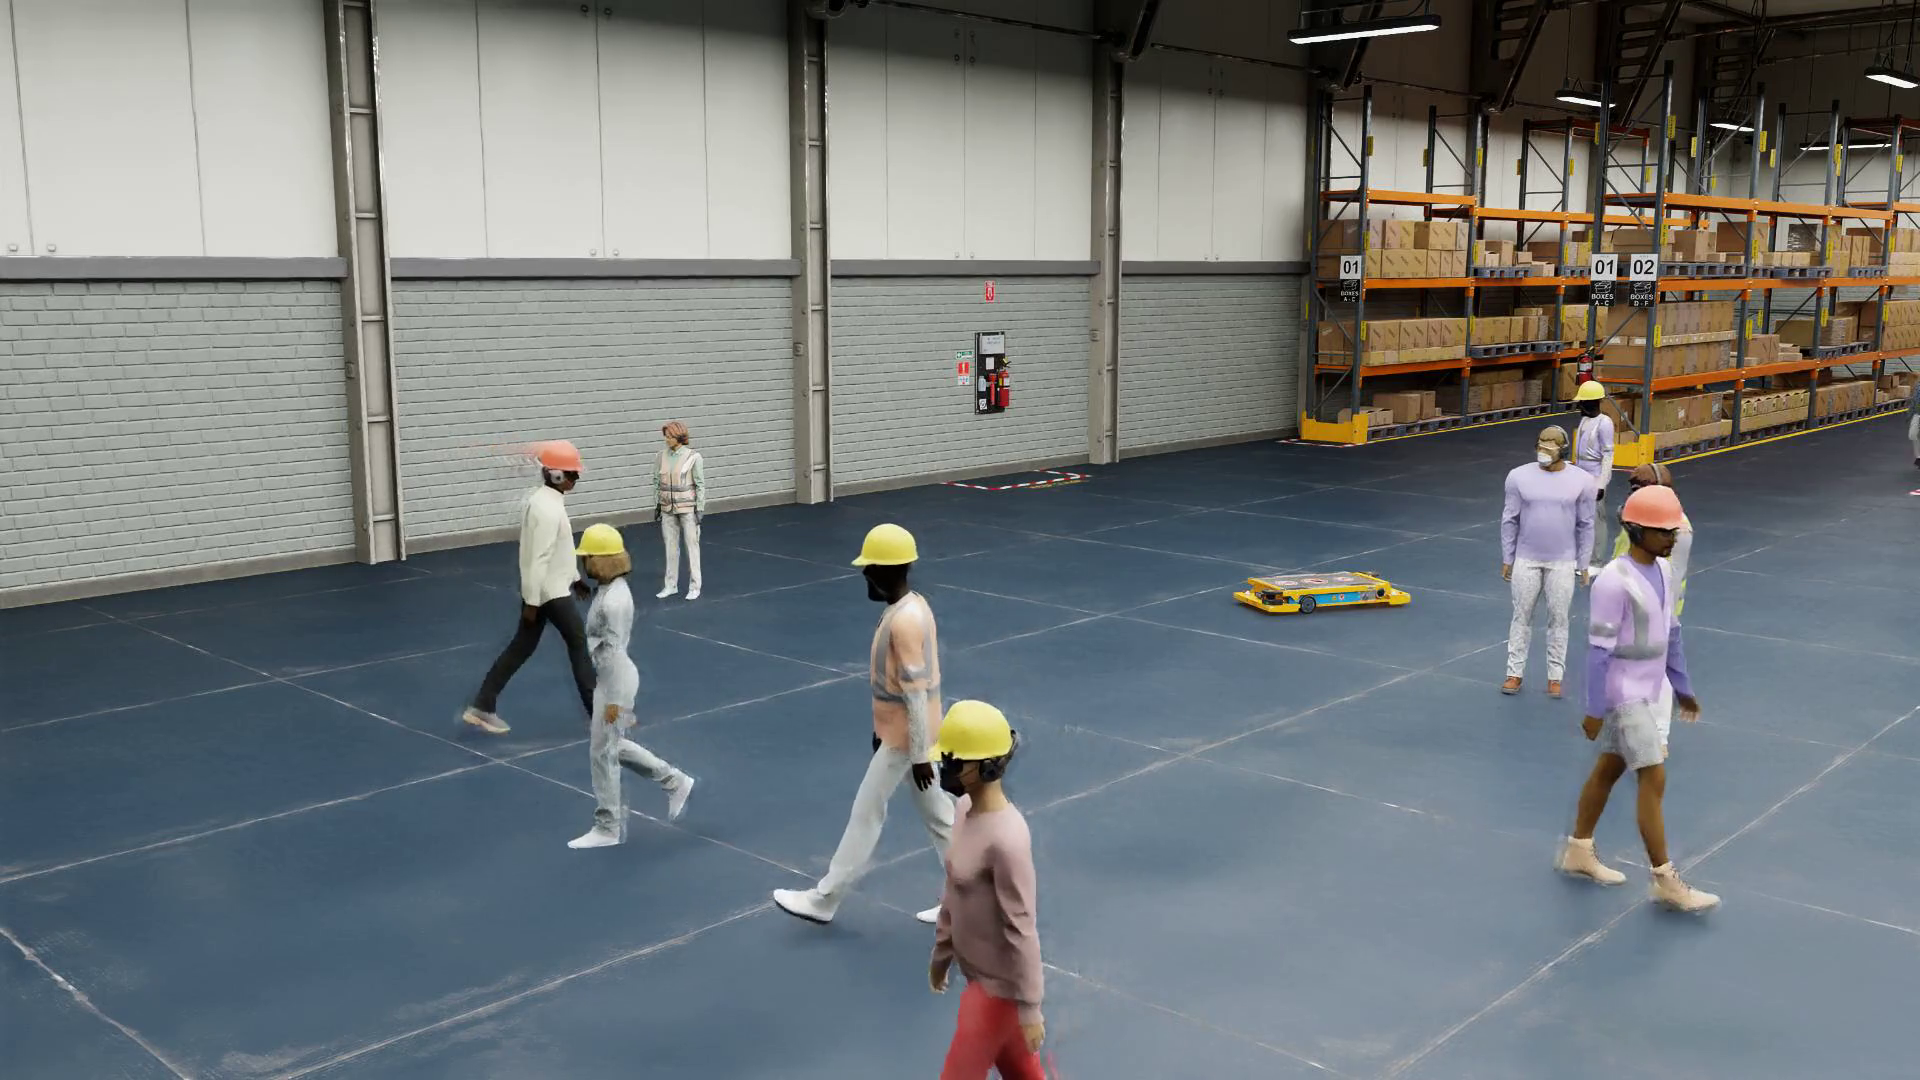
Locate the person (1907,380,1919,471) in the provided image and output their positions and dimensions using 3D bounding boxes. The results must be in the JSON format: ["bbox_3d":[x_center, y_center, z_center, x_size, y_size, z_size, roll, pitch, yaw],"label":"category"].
[{"bbox_3d":[14.390,-1.834,24.790,0.342,1.618,0.522,-8,12,-40],"label":"person"}]

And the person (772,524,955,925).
[{"bbox_3d":[-0.352,0.860,7.583,0.991,1.875,0.613,0,9,1],"label":"person"}]

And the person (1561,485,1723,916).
[{"bbox_3d":[3.325,0.744,7.913,0.928,2.004,0.634,8,12,40],"label":"person"}]

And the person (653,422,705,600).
[{"bbox_3d":[-2.565,-0.265,15.193,0.523,1.637,0.312,4,10,22],"label":"person"}]

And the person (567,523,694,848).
[{"bbox_3d":[-1.749,0.757,8.704,0.593,1.724,0.489,-2,10,-14],"label":"person"}]

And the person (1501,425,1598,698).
[{"bbox_3d":[4.140,0.152,11.753,0.627,1.936,0.376,4,10,24],"label":"person"}]

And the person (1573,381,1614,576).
[{"bbox_3d":[6.213,-0.604,16.392,0.384,1.924,0.589,0,9,-3],"label":"person"}]

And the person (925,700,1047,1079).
[{"bbox_3d":[-0.018,1.342,5.083,0.866,1.726,0.551,-2,10,-12],"label":"person"}]

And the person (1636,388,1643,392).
[{"bbox_3d":[12.382,-2.624,29.698,0.512,1.594,0.841,9,13,42],"label":"person"}]

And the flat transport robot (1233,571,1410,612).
[{"bbox_3d":[3.253,0.456,14.955,1.431,0.197,0.652,-3,10,-18],"label":"flat transport robot"}]

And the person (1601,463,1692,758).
[{"bbox_3d":[4.261,0.434,10.344,0.428,1.835,0.627,0,9,-1],"label":"person"}]

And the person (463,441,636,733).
[{"bbox_3d":[-2.720,0.319,10.767,1.066,1.940,0.608,-4,10,-24],"label":"person"}]
